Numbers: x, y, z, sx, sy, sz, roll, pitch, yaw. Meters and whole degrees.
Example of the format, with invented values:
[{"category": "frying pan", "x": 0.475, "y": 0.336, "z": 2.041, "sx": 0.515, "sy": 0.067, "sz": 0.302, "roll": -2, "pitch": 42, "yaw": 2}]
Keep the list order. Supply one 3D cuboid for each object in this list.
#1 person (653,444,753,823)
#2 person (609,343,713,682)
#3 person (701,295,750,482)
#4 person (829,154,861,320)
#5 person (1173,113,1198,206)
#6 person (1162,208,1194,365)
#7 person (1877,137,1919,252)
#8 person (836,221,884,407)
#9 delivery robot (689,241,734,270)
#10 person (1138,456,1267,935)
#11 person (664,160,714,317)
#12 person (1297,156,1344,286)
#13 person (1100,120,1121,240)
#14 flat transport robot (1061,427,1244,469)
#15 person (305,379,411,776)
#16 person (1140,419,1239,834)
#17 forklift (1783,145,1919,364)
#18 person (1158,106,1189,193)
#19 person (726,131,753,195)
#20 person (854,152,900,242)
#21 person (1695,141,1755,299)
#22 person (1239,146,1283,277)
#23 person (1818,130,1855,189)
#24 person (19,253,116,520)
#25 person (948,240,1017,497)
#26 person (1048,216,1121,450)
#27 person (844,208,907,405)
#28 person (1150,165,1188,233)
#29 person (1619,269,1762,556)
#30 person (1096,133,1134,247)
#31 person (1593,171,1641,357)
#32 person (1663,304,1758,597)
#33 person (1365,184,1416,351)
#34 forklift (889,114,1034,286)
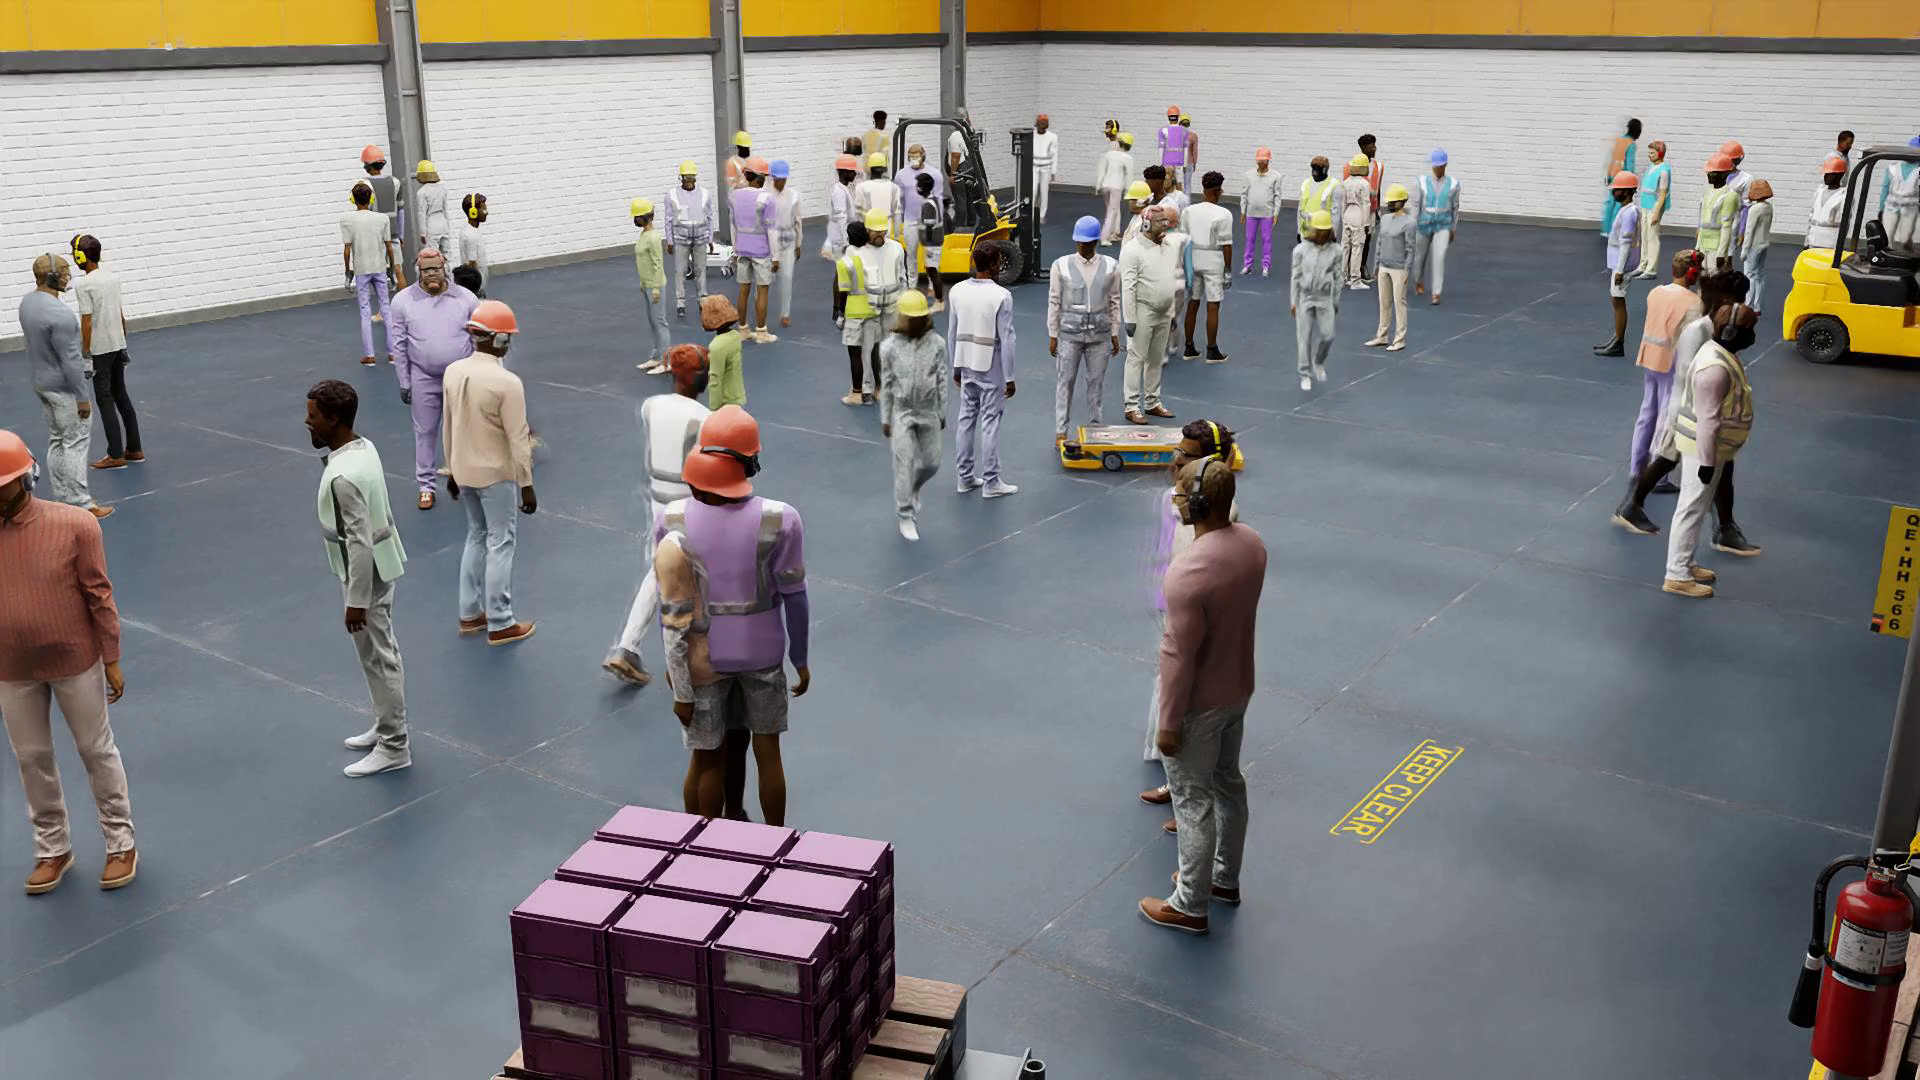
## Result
[{"category": "person", "x": -0.984, "y": 0.513, "z": 6.848, "sx": 0.387, "sy": 1.924, "sz": 0.548, "roll": 9, "pitch": 20, "yaw": 27}, {"category": "person", "x": -1.539, "y": -0.138, "z": 9.009, "sx": 0.572, "sy": 1.853, "sz": 0.919, "roll": 11, "pitch": 21, "yaw": 30}, {"category": "person", "x": -1.677, "y": -0.937, "z": 11.862, "sx": 0.292, "sy": 1.626, "sz": 0.502, "roll": 3, "pitch": 18, "yaw": 10}, {"category": "person", "x": -1.344, "y": -3.552, "z": 19.547, "sx": 0.390, "sy": 1.930, "sz": 0.564, "roll": 1, "pitch": 18, "yaw": 2}, {"category": "person", "x": 3.985, "y": -6.733, "z": 29.784, "sx": 0.531, "sy": 1.755, "sz": 0.339, "roll": -3, "pitch": 18, "yaw": -9}, {"category": "person", "x": 2.153, "y": -2.633, "z": 17.227, "sx": 0.523, "sy": 1.588, "sz": 0.899, "roll": 2, "pitch": 18, "yaw": 6}, {"category": "person", "x": 12.767, "y": -4.489, "z": 22.498, "sx": 0.629, "sy": 1.916, "sz": 0.724, "roll": 16, "pitch": 24, "yaw": 41}, {"category": "person", "x": -0.913, "y": -2.082, "z": 15.323, "sx": 0.540, "sy": 1.696, "sz": 0.317, "roll": -14, "pitch": 23, "yaw": -38}, {"category": "delivery robot", "x": -3.454, "y": -3.899, "z": 22.701, "sx": 0.707, "sy": 0.478, "sz": 0.477, "roll": 1, "pitch": 18, "yaw": 3}, {"category": "person", "x": 0.958, "y": 0.614, "z": 6.521, "sx": 0.369, "sy": 1.933, "sz": 0.628, "roll": 13, "pitch": 22, "yaw": 35}, {"category": "person", "x": -3.213, "y": -3.588, "z": 19.810, "sx": 0.589, "sy": 1.837, "sz": 0.404, "roll": -7, "pitch": 19, "yaw": -20}, {"category": "person", "x": 4.392, "y": -3.788, "z": 20.451, "sx": 0.431, "sy": 1.835, "sz": 0.623, "roll": -14, "pitch": 23, "yaw": -38}, {"category": "person", "x": 2.399, "y": -5.714, "z": 26.405, "sx": 0.328, "sy": 1.872, "sz": 0.515, "roll": -6, "pitch": 19, "yaw": -18}, {"category": "flat transport robot", "x": 1.542, "y": -0.757, "z": 13.486, "sx": 1.431, "sy": 0.197, "sz": 0.652, "roll": 1, "pitch": 18, "yaw": 2}, {"category": "person", "x": -2.832, "y": 0.179, "z": 7.894, "sx": 0.399, "sy": 1.920, "sz": 0.589, "roll": -4, "pitch": 18, "yaw": -14}, {"category": "person", "x": 1.037, "y": 0.379, "z": 7.339, "sx": 0.326, "sy": 1.876, "sz": 0.518, "roll": -4, "pitch": 18, "yaw": -11}, {"category": "forklift", "x": 9.803, "y": -2.879, "z": 17.013, "sx": 2.313, "sy": 2.155, "sz": 1.214, "roll": 12, "pitch": 21, "yaw": 33}, {"category": "person", "x": 3.694, "y": -6.575, "z": 28.995, "sx": 0.547, "sy": 1.934, "sz": 0.376, "roll": -3, "pitch": 18, "yaw": -8}, {"category": "person", "x": -3.012, "y": -4.791, "z": 23.454, "sx": 0.421, "sy": 1.897, "sz": 0.632, "roll": 10, "pitch": 20, "yaw": 28}, {"category": "person", "x": -0.988, "y": -3.739, "z": 20.196, "sx": 0.597, "sy": 1.896, "sz": 0.908, "roll": -10, "pitch": 20, "yaw": -28}, {"category": "person", "x": 9.196, "y": -3.778, "z": 20.085, "sx": 0.392, "sy": 2.035, "sz": 0.605, "roll": -16, "pitch": 23, "yaw": -40}, {"category": "person", "x": 4.110, "y": -4.501, "z": 22.795, "sx": 0.563, "sy": 1.754, "sz": 0.321, "roll": 8, "pitch": 19, "yaw": 23}, {"category": "person", "x": 12.336, "y": -4.817, "z": 23.532, "sx": 0.588, "sy": 1.913, "sz": 0.391, "roll": -16, "pitch": 24, "yaw": -41}, {"category": "person", "x": -6.351, "y": -1.064, "z": 11.780, "sx": 0.636, "sy": 1.928, "sz": 0.380, "roll": 14, "pitch": 23, "yaw": 37}, {"category": "person", "x": 0.160, "y": -1.275, "z": 12.441, "sx": 0.592, "sy": 1.917, "sz": 0.375, "roll": 15, "pitch": 23, "yaw": 39}, {"category": "person", "x": 1.029, "y": -1.701, "z": 13.732, "sx": 0.608, "sy": 1.942, "sz": 0.403, "roll": -2, "pitch": 18, "yaw": -6}, {"category": "person", "x": -0.769, "y": -2.147, "z": 15.340, "sx": 0.601, "sy": 1.818, "sz": 0.403, "roll": -7, "pitch": 19, "yaw": -21}, {"category": "person", "x": 2.369, "y": -3.386, "z": 19.174, "sx": 0.516, "sy": 1.846, "sz": 0.349, "roll": 13, "pitch": 22, "yaw": 34}, {"category": "person", "x": 4.999, "y": -0.885, "z": 11.242, "sx": 0.590, "sy": 1.913, "sz": 0.989, "roll": -10, "pitch": 20, "yaw": -29}, {"category": "person", "x": 2.423, "y": -5.424, "z": 25.756, "sx": 0.549, "sy": 1.698, "sz": 0.790, "roll": 17, "pitch": 24, "yaw": 42}, {"category": "person", "x": 6.936, "y": -2.906, "z": 17.533, "sx": 0.387, "sy": 1.931, "sz": 0.545, "roll": 5, "pitch": 19, "yaw": 16}, {"category": "person", "x": 4.679, "y": -0.562, "z": 10.362, "sx": 0.431, "sy": 1.835, "sz": 0.621, "roll": 9, "pitch": 20, "yaw": 26}, {"category": "person", "x": 4.625, "y": -2.899, "z": 17.829, "sx": 0.330, "sy": 1.729, "sz": 0.533, "roll": -10, "pitch": 20, "yaw": -27}, {"category": "forklift", "x": -0.171, "y": -4.594, "z": 22.377, "sx": 2.313, "sy": 2.155, "sz": 1.214, "roll": 1, "pitch": 18, "yaw": 3}]
